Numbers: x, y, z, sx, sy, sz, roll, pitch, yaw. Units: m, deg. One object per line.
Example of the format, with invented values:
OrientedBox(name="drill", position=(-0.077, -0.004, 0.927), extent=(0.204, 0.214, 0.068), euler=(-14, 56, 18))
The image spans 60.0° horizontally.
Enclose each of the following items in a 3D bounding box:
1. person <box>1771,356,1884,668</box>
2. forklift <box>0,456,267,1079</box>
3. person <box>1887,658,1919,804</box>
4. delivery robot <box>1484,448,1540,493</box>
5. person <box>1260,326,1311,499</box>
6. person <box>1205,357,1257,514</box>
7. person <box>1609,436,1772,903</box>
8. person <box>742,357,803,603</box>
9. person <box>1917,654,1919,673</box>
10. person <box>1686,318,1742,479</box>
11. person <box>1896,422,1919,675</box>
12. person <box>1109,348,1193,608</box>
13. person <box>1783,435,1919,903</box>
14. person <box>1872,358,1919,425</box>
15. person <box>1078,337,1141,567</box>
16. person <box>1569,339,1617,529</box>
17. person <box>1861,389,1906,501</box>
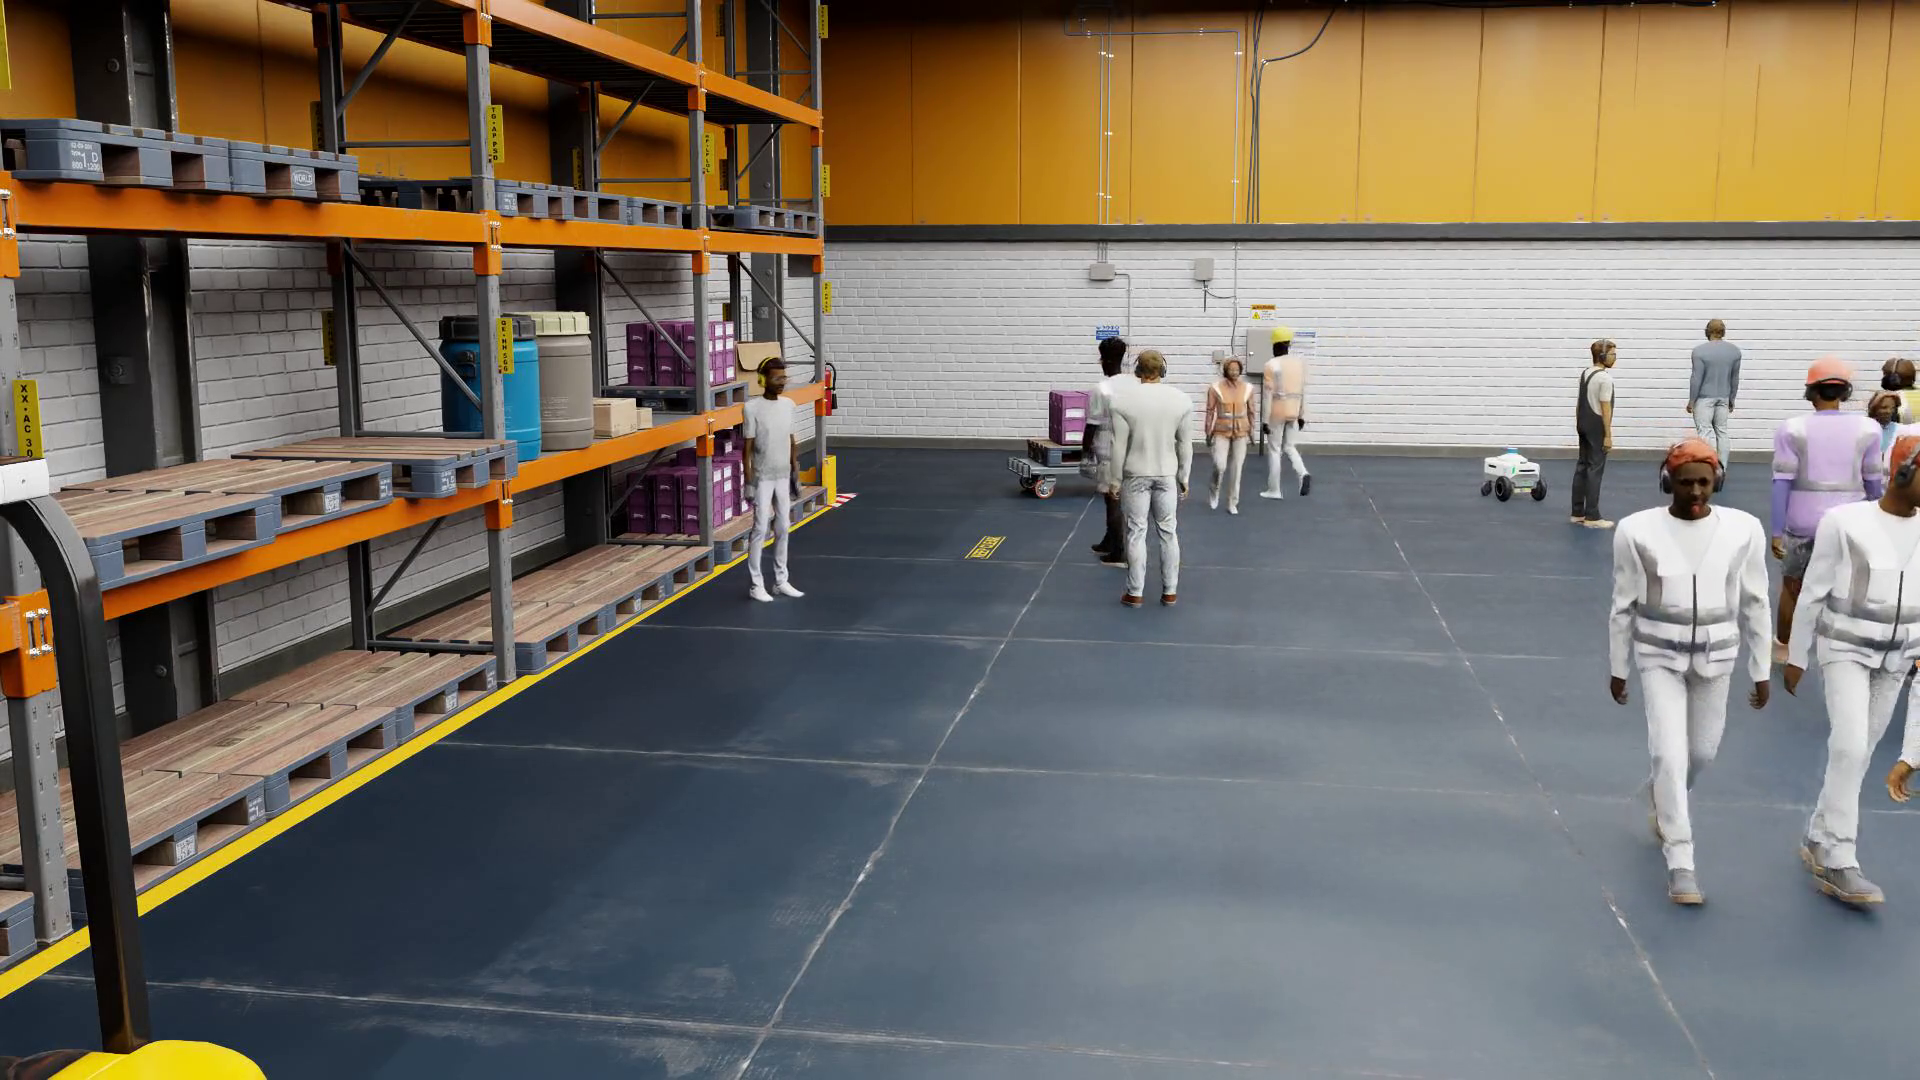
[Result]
OrientedBox(name="person", position=(5.260, -0.109, 10.113), extent=(0.640, 1.995, 0.990), euler=(3, 10, 16))
OrientedBox(name="forklift", position=(-2.328, 0.975, 2.765), extent=(2.313, 2.155, 1.214), euler=(1, 9, 9))
OrientedBox(name="person", position=(3.407, 0.714, 5.382), extent=(1.038, 1.884, 0.554), euler=(-7, 12, -39))
OrientedBox(name="delivery robot", position=(6.067, -0.772, 18.292), extent=(0.477, 0.478, 0.707), euler=(-1, 9, -9))
OrientedBox(name="person", position=(3.546, -1.374, 18.110), extent=(0.611, 1.912, 0.579), euler=(-5, 10, -27))
OrientedBox(name="person", position=(2.791, -1.070, 17.113), extent=(0.515, 1.628, 0.357), euler=(0, 9, -3))
OrientedBox(name="person", position=(2.973, 0.484, 6.842), extent=(0.627, 1.860, 0.858), euler=(2, 9, 12))
OrientedBox(name="person", position=(-1.425, -0.459, 12.655), extent=(0.328, 1.861, 0.541), euler=(9, 13, 44))
OrientedBox(name="person", position=(5.369, 0.249, 9.079), extent=(0.695, 1.609, 0.510), euler=(-8, 12, -40))
OrientedBox(name="person", position=(9.031, -1.686, 19.964), extent=(0.635, 1.936, 0.353), euler=(-2, 9, -10))
OrientedBox(name="person", position=(5.965, -0.071, 10.115), extent=(0.607, 1.899, 0.473), euler=(4, 10, 24))
OrientedBox(name="person", position=(1.414, -0.456, 12.377), extent=(0.635, 1.936, 0.352), euler=(-1, 9, -8))
OrientedBox(name="person", position=(3.694, 0.517, 6.647), extent=(0.615, 1.847, 0.814), euler=(0, 9, -3))
OrientedBox(name="person", position=(7.429, -0.558, 13.407), extent=(0.659, 1.801, 0.902), euler=(-5, 11, -30))
OrientedBox(name="person", position=(1.243, -0.762, 14.247), extent=(0.646, 1.939, 0.769), euler=(-7, 11, -36))
OrientedBox(name="person", position=(6.194, -1.032, 16.222), extent=(0.332, 1.842, 0.508), euler=(-1, 9, -9))
OrientedBox(name="person", position=(6.837, -0.310, 12.439), extent=(0.532, 1.629, 0.367), euler=(2, 9, 12))
